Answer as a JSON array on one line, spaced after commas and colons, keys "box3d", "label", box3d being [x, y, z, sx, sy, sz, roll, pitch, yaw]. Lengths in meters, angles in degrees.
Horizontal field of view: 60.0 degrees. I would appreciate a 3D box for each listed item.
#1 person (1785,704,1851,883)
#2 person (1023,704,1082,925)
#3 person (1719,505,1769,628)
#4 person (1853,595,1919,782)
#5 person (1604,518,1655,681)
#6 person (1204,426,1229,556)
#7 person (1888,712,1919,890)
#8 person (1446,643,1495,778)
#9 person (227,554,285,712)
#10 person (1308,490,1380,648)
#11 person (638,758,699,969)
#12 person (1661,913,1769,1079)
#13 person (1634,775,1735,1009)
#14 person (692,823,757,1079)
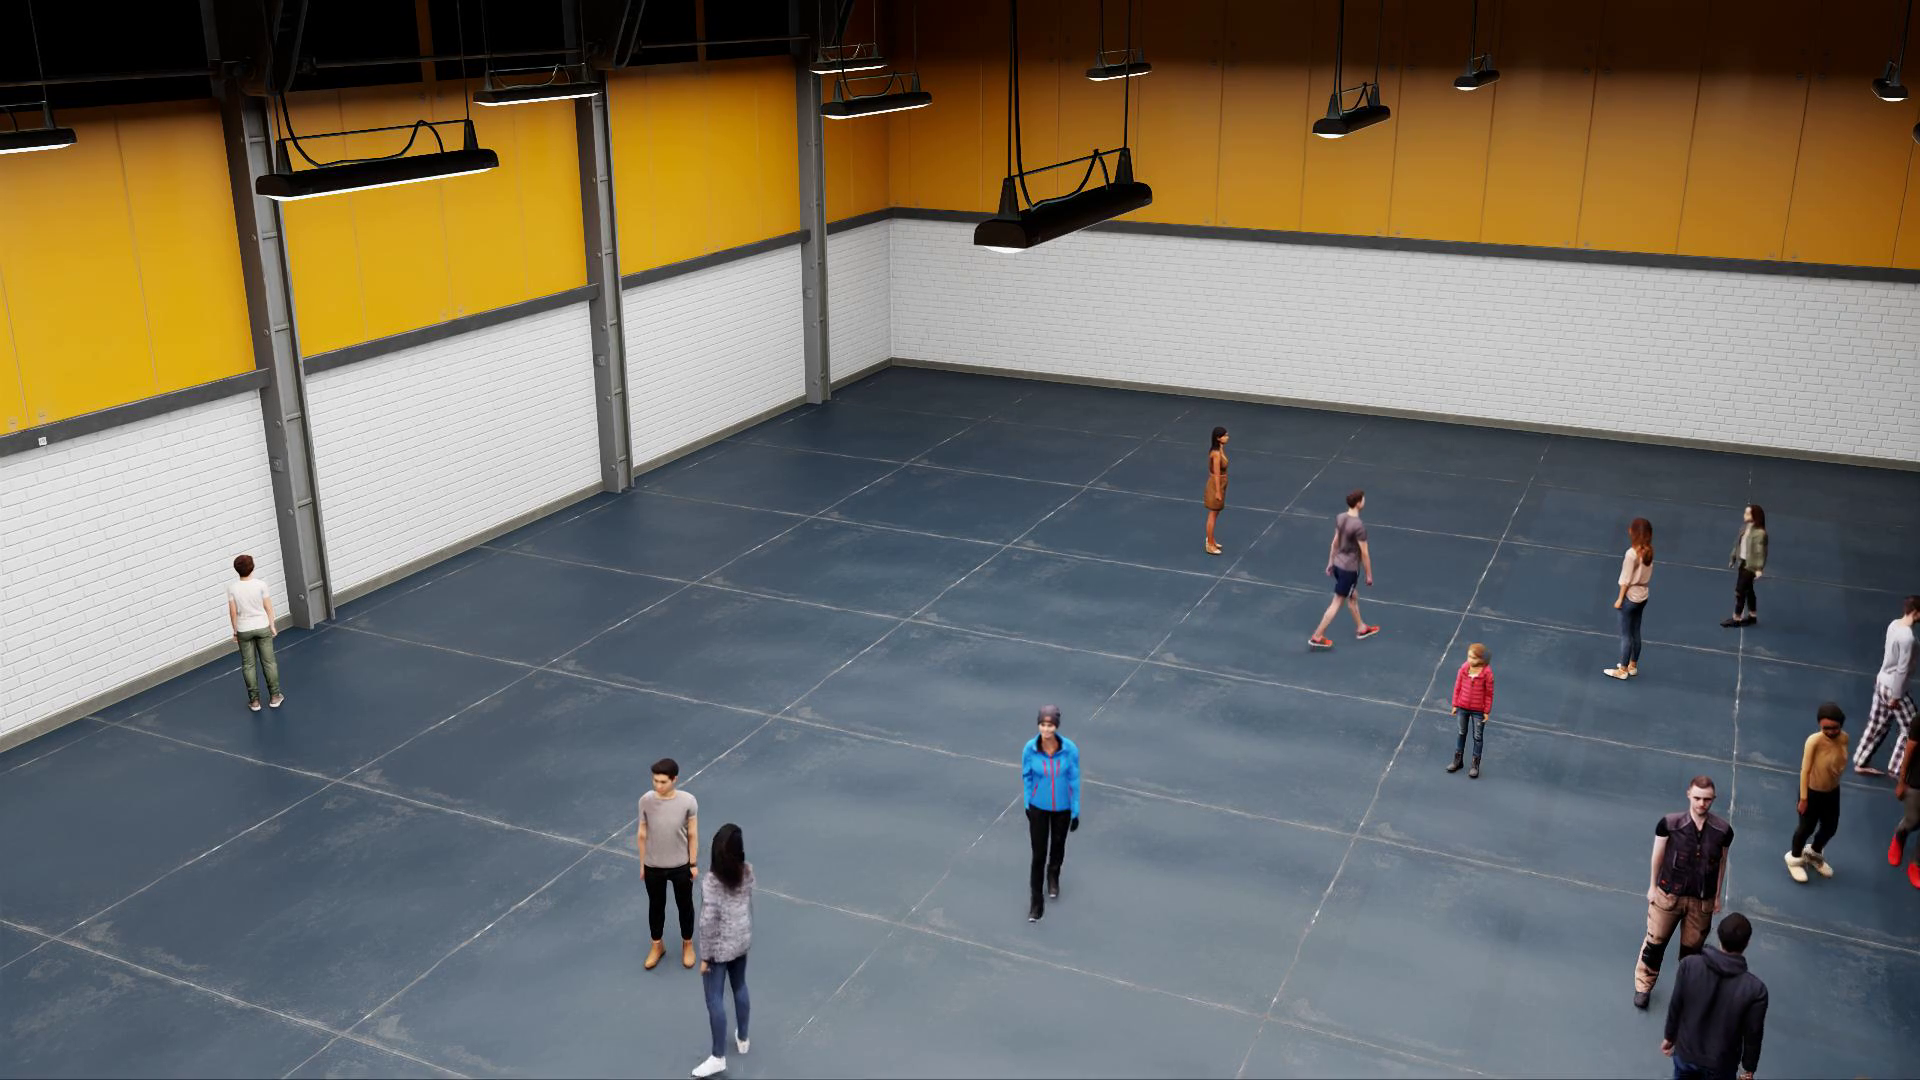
[{"box3d": [7.093, 2.071, 13.761, 0.771, 1.623, 0.807, -8, 20, -23], "label": "person"}, {"box3d": [0.748, 2.130, 13.371, 0.848, 1.762, 1.187, 3, 19, 7], "label": "person"}, {"box3d": [9.205, 0.307, 19.254, 0.847, 1.461, 0.798, -1, 19, -2], "label": "person"}, {"box3d": [8.633, 1.363, 15.536, 0.784, 1.831, 0.782, 4, 19, 11], "label": "person"}, {"box3d": [7.208, 0.622, 17.798, 0.618, 1.792, 0.728, -13, 22, -33], "label": "person"}, {"box3d": [3.356, -0.665, 21.781, 0.668, 1.690, 0.513, 4, 19, 12], "label": "person"}, {"box3d": [8.024, 1.975, 13.779, 0.741, 1.794, 0.816, 5, 19, 13], "label": "person"}, {"box3d": [4.835, 1.584, 15.690, 0.547, 1.316, 0.534, 12, 22, 32], "label": "person"}, {"box3d": [-7.252, 0.938, 17.078, 0.652, 1.655, 0.721, -8, 20, -22], "label": "person"}, {"box3d": [4.240, 0.363, 18.555, 1.235, 1.801, 1.177, -6, 20, -18], "label": "person"}, {"box3d": [-2.202, 2.420, 12.586, 0.680, 1.712, 0.667, 0, 19, 0], "label": "person"}, {"box3d": [4.514, 3.168, 10.111, 0.765, 1.875, 0.752, 14, 23, 36], "label": "person"}, {"box3d": [5.246, 2.536, 12.038, 0.733, 1.842, 0.670, 4, 19, 11], "label": "person"}, {"box3d": [-1.611, 2.809, 11.449, 0.959, 1.701, 0.614, 10, 21, 26], "label": "person"}]
